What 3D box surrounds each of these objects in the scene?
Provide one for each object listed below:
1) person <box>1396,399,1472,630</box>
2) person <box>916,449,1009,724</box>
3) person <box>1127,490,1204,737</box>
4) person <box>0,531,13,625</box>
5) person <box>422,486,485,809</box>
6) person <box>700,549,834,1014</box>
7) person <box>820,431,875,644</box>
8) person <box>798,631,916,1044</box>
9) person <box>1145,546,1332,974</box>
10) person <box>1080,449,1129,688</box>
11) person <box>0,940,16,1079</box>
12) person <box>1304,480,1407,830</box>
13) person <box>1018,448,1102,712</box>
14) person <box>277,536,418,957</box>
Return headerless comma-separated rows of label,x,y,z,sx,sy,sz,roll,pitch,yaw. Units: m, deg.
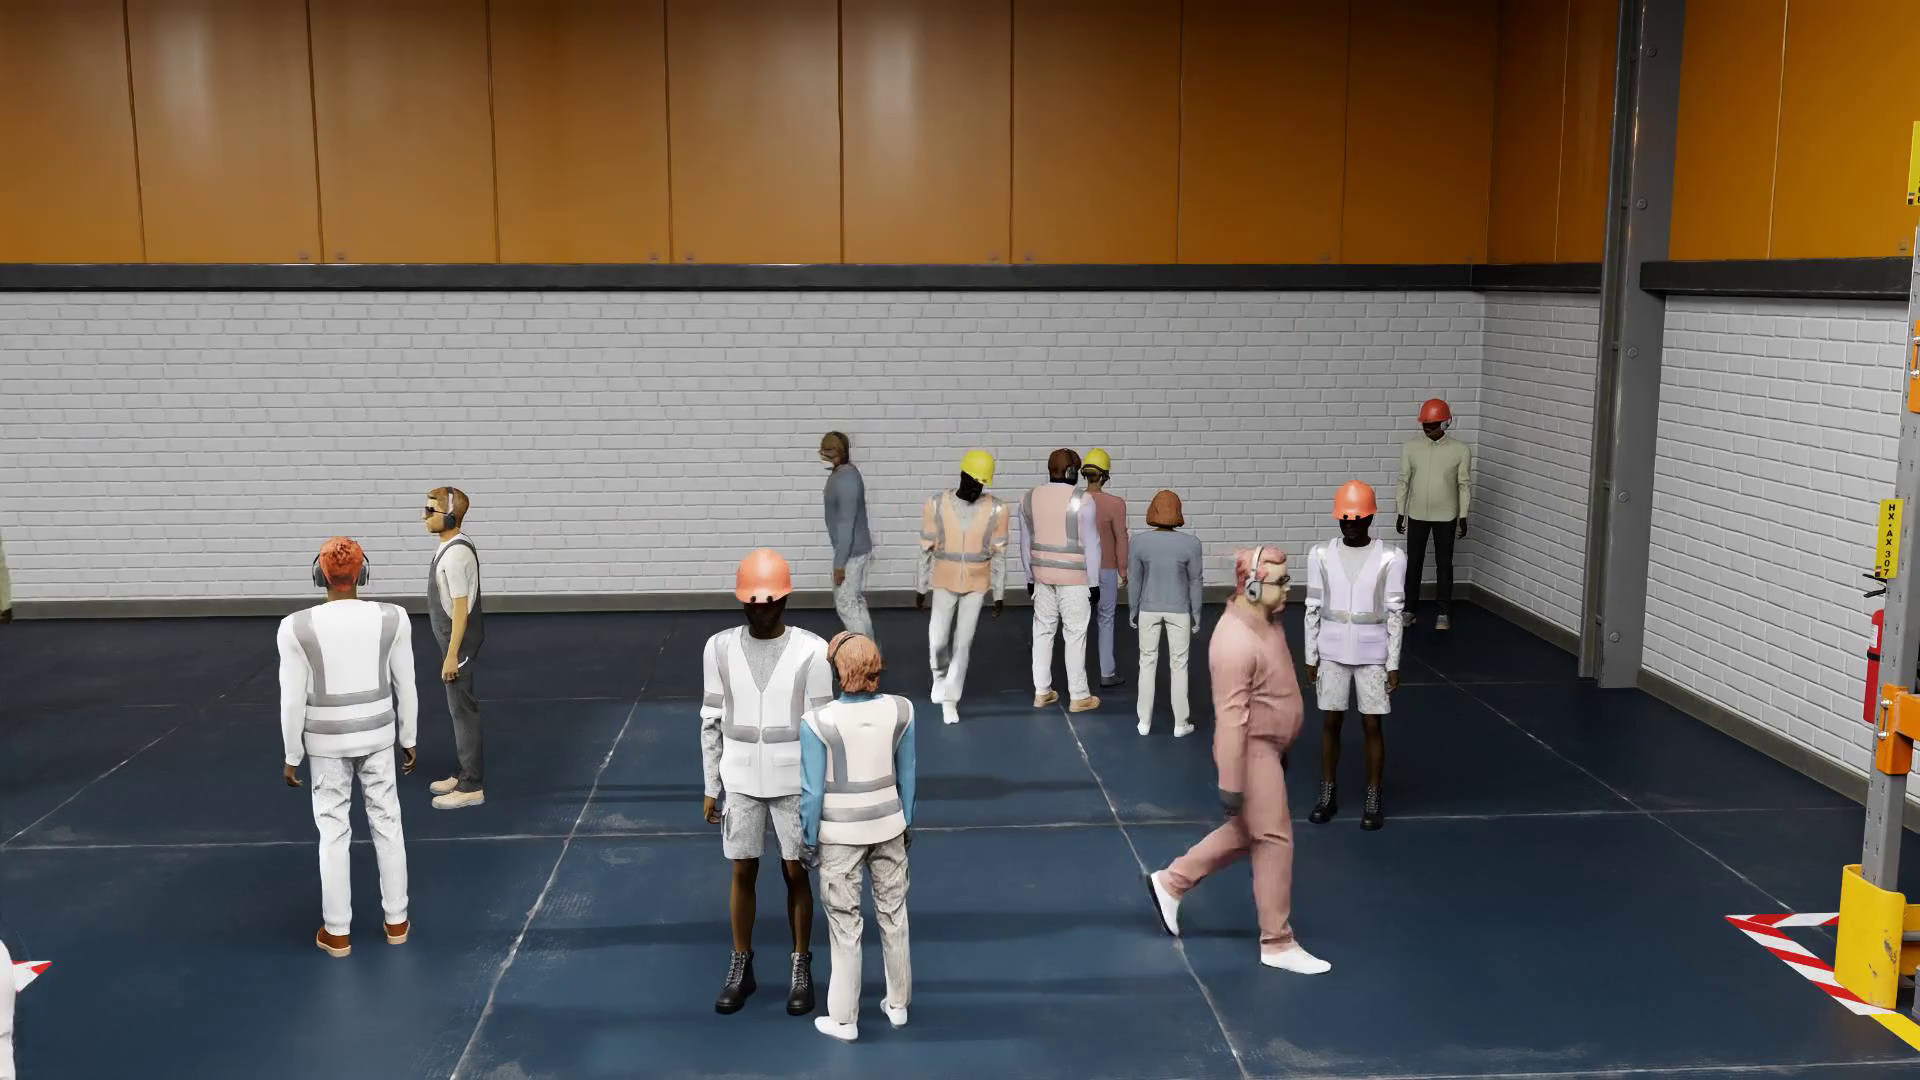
person,4.044,-0.220,14.256,0.623,1.986,0.397,4,10,25
person,0.015,0.299,11.368,0.632,1.877,0.554,0,9,0
person,1.349,0.483,10.951,0.502,1.636,0.277,2,9,15
person,-6.517,0.430,10.819,0.618,1.774,0.929,-5,10,-27
person,-2.900,0.607,9.519,0.345,1.847,0.507,-3,9,-17
person,-0.791,0.992,6.818,0.551,1.935,0.362,1,9,4
person,-0.828,0.114,12.463,0.473,1.896,0.735,-1,9,-3
person,-0.402,1.174,6.599,0.514,1.641,0.315,-5,10,-30
person,1.232,0.942,7.313,0.787,1.881,0.648,2,9,14
person,0.999,0.206,12.286,0.533,1.766,0.316,5,10,27
person,-2.519,1.483,3.986,0.654,1.866,0.990,1,9,5
person,2.147,0.629,9.122,0.540,1.931,0.382,4,10,23
person,0.721,0.278,11.616,0.620,1.837,0.429,6,11,33
person,-2.725,0.917,7.449,0.587,1.882,0.342,-5,11,-31
